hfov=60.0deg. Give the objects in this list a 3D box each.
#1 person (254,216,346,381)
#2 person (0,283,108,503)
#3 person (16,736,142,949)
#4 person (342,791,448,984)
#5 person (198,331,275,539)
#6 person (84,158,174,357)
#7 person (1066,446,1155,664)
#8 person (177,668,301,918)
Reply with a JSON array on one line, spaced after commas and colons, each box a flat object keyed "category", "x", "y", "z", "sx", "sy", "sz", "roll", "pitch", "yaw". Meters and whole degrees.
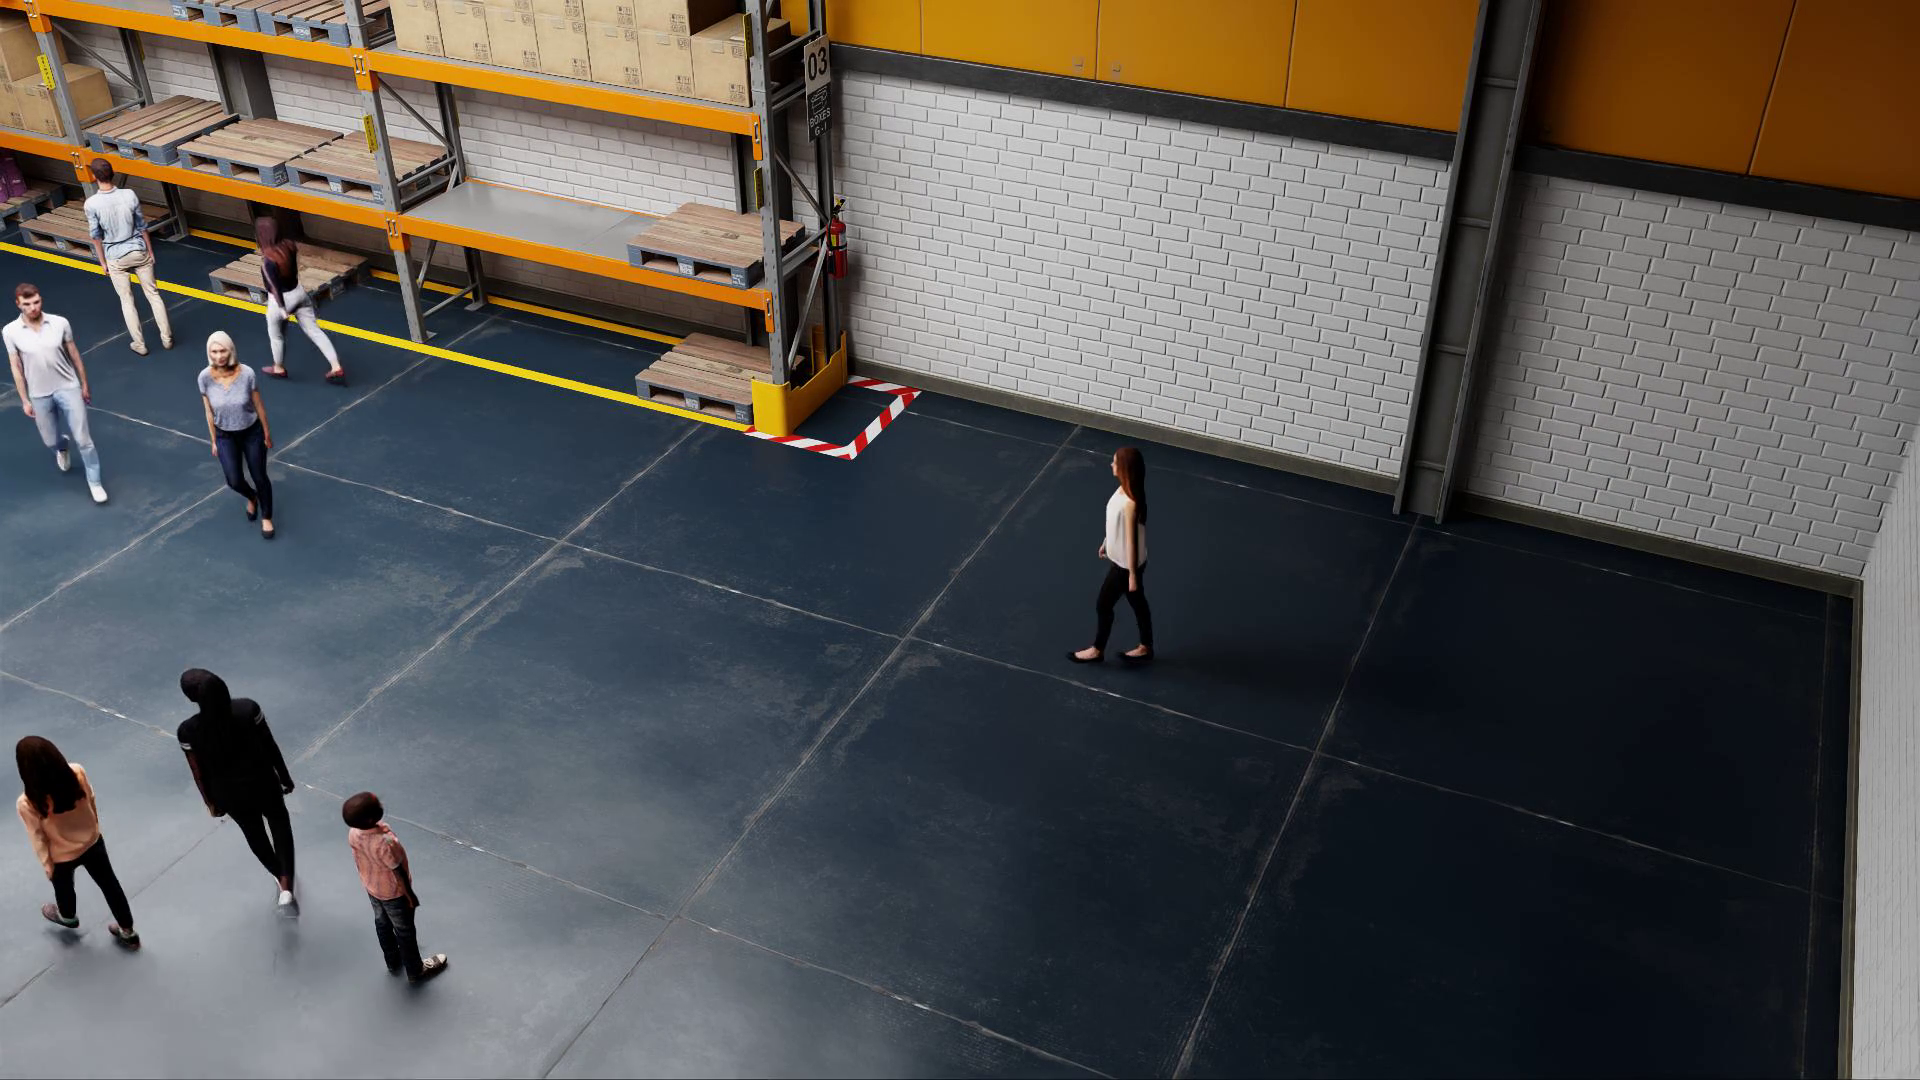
[{"category": "person", "x": -5.882, "y": -2.096, "z": 14.738, "sx": 1.060, "sy": 1.571, "sz": 0.628, "roll": 12, "pitch": 36, "yaw": 18}, {"category": "person", "x": -7.163, "y": -1.190, "z": 13.139, "sx": 0.992, "sy": 1.832, "sz": 1.109, "roll": -18, "pitch": 37, "yaw": -24}, {"category": "person", "x": -4.826, "y": 1.699, "z": 9.128, "sx": 0.860, "sy": 1.461, "sz": 0.625, "roll": 17, "pitch": 37, "yaw": 24}, {"category": "person", "x": -3.112, "y": 1.867, "z": 9.015, "sx": 0.471, "sy": 1.307, "sz": 0.587, "roll": 20, "pitch": 39, "yaw": 28}, {"category": "person", "x": -5.501, "y": -0.840, "z": 12.719, "sx": 0.760, "sy": 1.714, "sz": 0.822, "roll": -9, "pitch": 35, "yaw": -13}, {"category": "person", "x": -7.634, "y": -2.598, "z": 15.245, "sx": 0.724, "sy": 1.846, "sz": 0.717, "roll": -22, "pitch": 39, "yaw": -29}, {"category": "person", "x": 1.223, "y": 0.143, "z": 11.253, "sx": 0.919, "sy": 1.701, "sz": 0.762, "roll": 4, "pitch": 34, "yaw": 5}, {"category": "person", "x": -3.969, "y": 1.440, "z": 9.287, "sx": 0.938, "sy": 1.717, "sz": 1.029, "roll": -15, "pitch": 37, "yaw": -22}]
